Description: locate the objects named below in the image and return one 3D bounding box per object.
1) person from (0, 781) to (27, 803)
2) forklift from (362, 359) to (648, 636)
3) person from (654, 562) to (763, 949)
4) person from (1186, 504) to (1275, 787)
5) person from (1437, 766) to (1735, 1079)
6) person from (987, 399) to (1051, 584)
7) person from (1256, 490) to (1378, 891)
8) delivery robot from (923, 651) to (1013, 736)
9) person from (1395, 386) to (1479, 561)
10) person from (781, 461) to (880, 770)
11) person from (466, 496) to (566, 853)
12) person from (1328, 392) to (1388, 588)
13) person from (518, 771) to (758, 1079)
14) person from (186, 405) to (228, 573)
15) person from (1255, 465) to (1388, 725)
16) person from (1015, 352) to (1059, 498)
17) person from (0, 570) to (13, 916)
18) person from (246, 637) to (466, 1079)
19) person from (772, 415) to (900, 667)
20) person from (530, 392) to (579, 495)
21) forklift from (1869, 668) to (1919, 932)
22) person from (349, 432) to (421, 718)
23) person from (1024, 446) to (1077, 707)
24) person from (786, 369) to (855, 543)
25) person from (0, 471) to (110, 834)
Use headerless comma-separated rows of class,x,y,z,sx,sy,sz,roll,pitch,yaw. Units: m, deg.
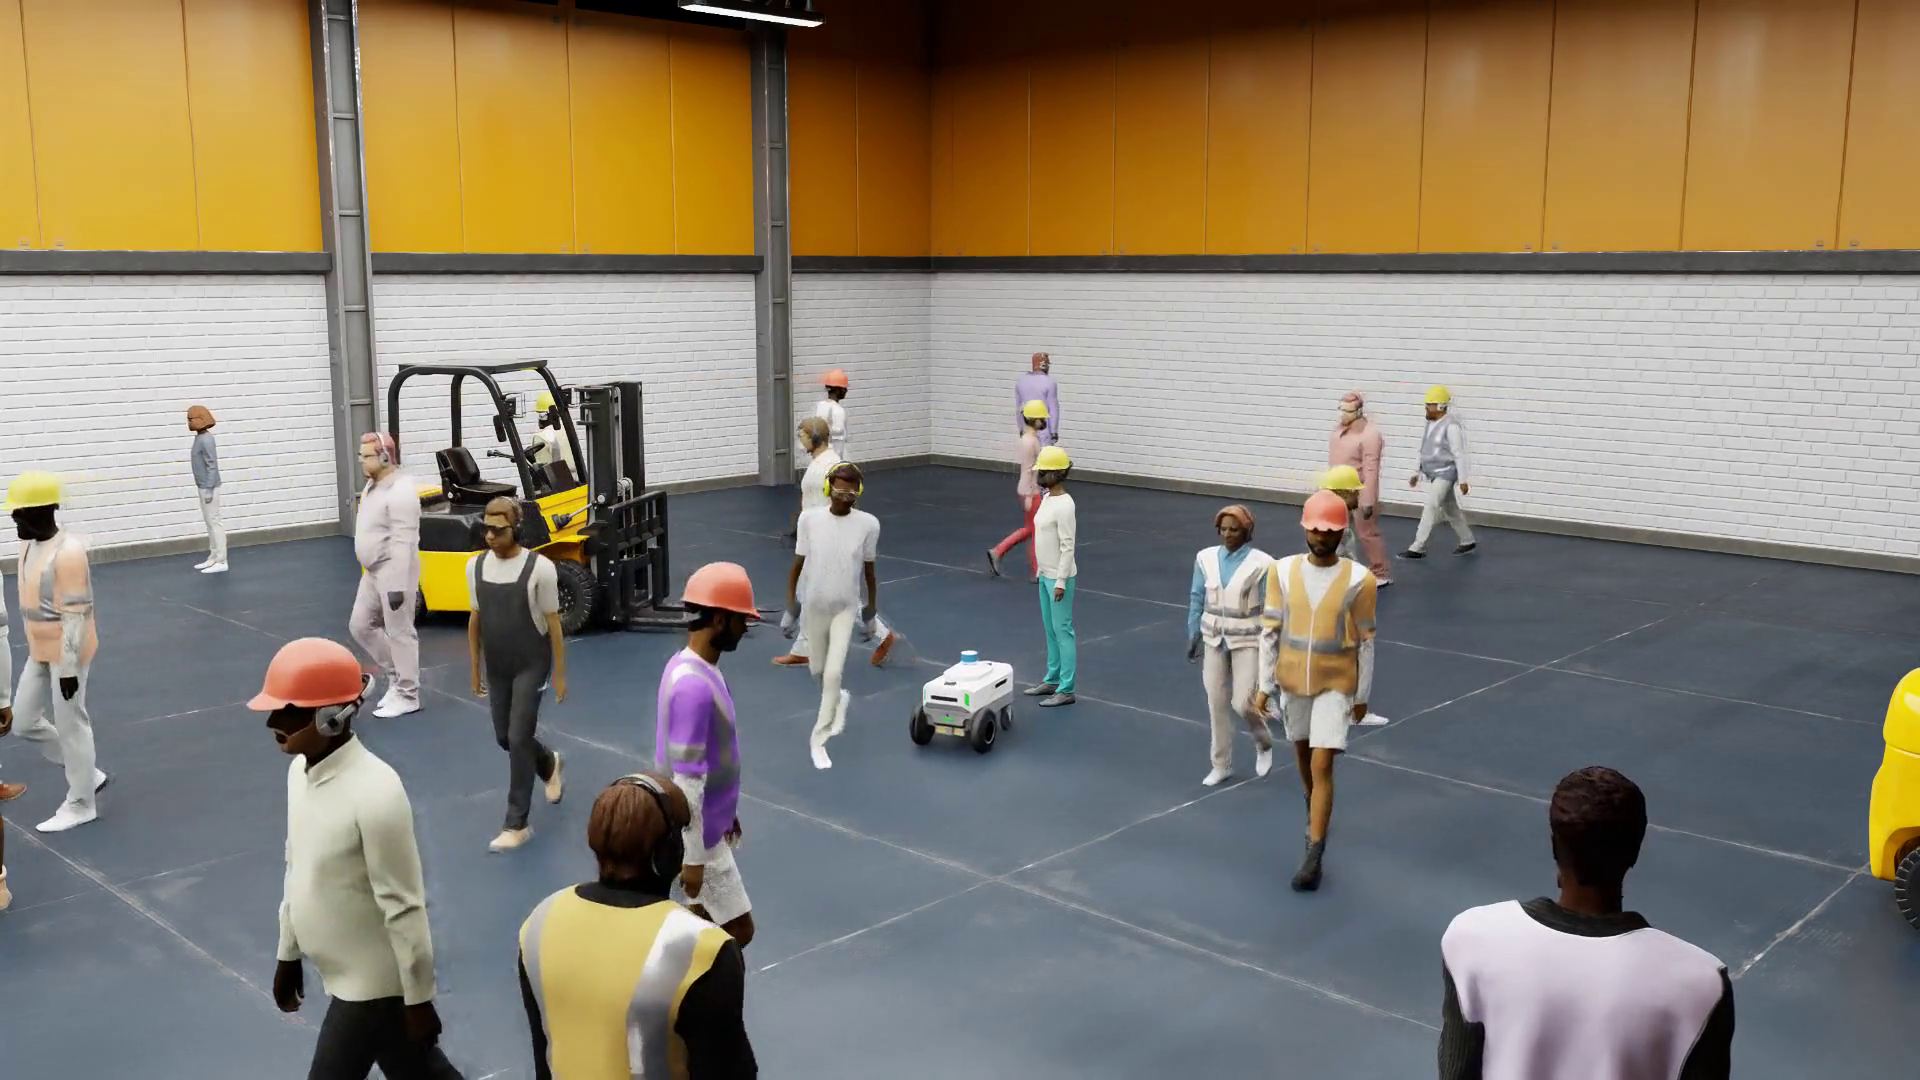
person,-5.453,0.582,8.797,0.657,1.896,0.868,5,10,27
forklift,-3.850,-0.407,13.936,2.313,2.155,1.214,2,9,11
person,-0.932,1.028,6.033,0.470,1.902,0.581,-2,9,-10
person,1.567,0.602,9.499,0.523,1.628,0.384,7,12,38
person,1.316,1.421,3.563,0.595,1.921,0.386,5,11,30
person,0.608,-0.445,15.549,0.678,1.748,0.528,2,9,9
person,1.773,0.680,8.221,0.540,1.899,0.998,5,10,26
delivery robot,0.057,0.936,10.406,0.477,0.478,0.707,5,10,25
person,4.915,-0.682,16.904,0.944,1.781,0.614,-1,9,-7
person,-0.775,0.405,10.096,0.590,1.826,0.829,0,9,1
person,-2.277,0.646,8.676,0.518,1.820,0.784,3,10,17
person,3.556,-0.417,15.083,0.980,1.847,0.655,-5,10,-28
person,-0.737,1.431,3.789,0.637,1.824,0.708,7,11,35
person,-7.345,-0.497,16.204,0.280,1.632,0.501,-6,11,-32
person,2.334,0.356,10.723,0.819,1.713,0.487,-1,9,-4
person,1.004,-1.414,21.007,0.642,1.905,0.399,8,12,41
person,-4.581,0.726,7.445,0.607,2.048,0.370,-8,12,-42
person,-1.724,1.213,4.811,1.036,1.941,0.640,-7,12,-38
person,-0.915,0.026,12.203,0.896,1.907,0.630,0,9,-1
person,-3.721,-0.436,15.222,0.403,1.830,0.599,3,10,20
forklift,5.205,0.723,7.013,2.313,2.155,1.214,9,13,43
person,-3.774,0.235,10.918,0.431,1.890,0.674,-7,12,-37
person,0.627,0.241,11.274,0.310,1.769,0.523,-2,10,-15
person,-1.387,-0.860,17.605,0.926,1.909,0.542,-6,11,-34
person,-4.749,0.587,8.691,0.620,1.912,0.418,8,12,40
